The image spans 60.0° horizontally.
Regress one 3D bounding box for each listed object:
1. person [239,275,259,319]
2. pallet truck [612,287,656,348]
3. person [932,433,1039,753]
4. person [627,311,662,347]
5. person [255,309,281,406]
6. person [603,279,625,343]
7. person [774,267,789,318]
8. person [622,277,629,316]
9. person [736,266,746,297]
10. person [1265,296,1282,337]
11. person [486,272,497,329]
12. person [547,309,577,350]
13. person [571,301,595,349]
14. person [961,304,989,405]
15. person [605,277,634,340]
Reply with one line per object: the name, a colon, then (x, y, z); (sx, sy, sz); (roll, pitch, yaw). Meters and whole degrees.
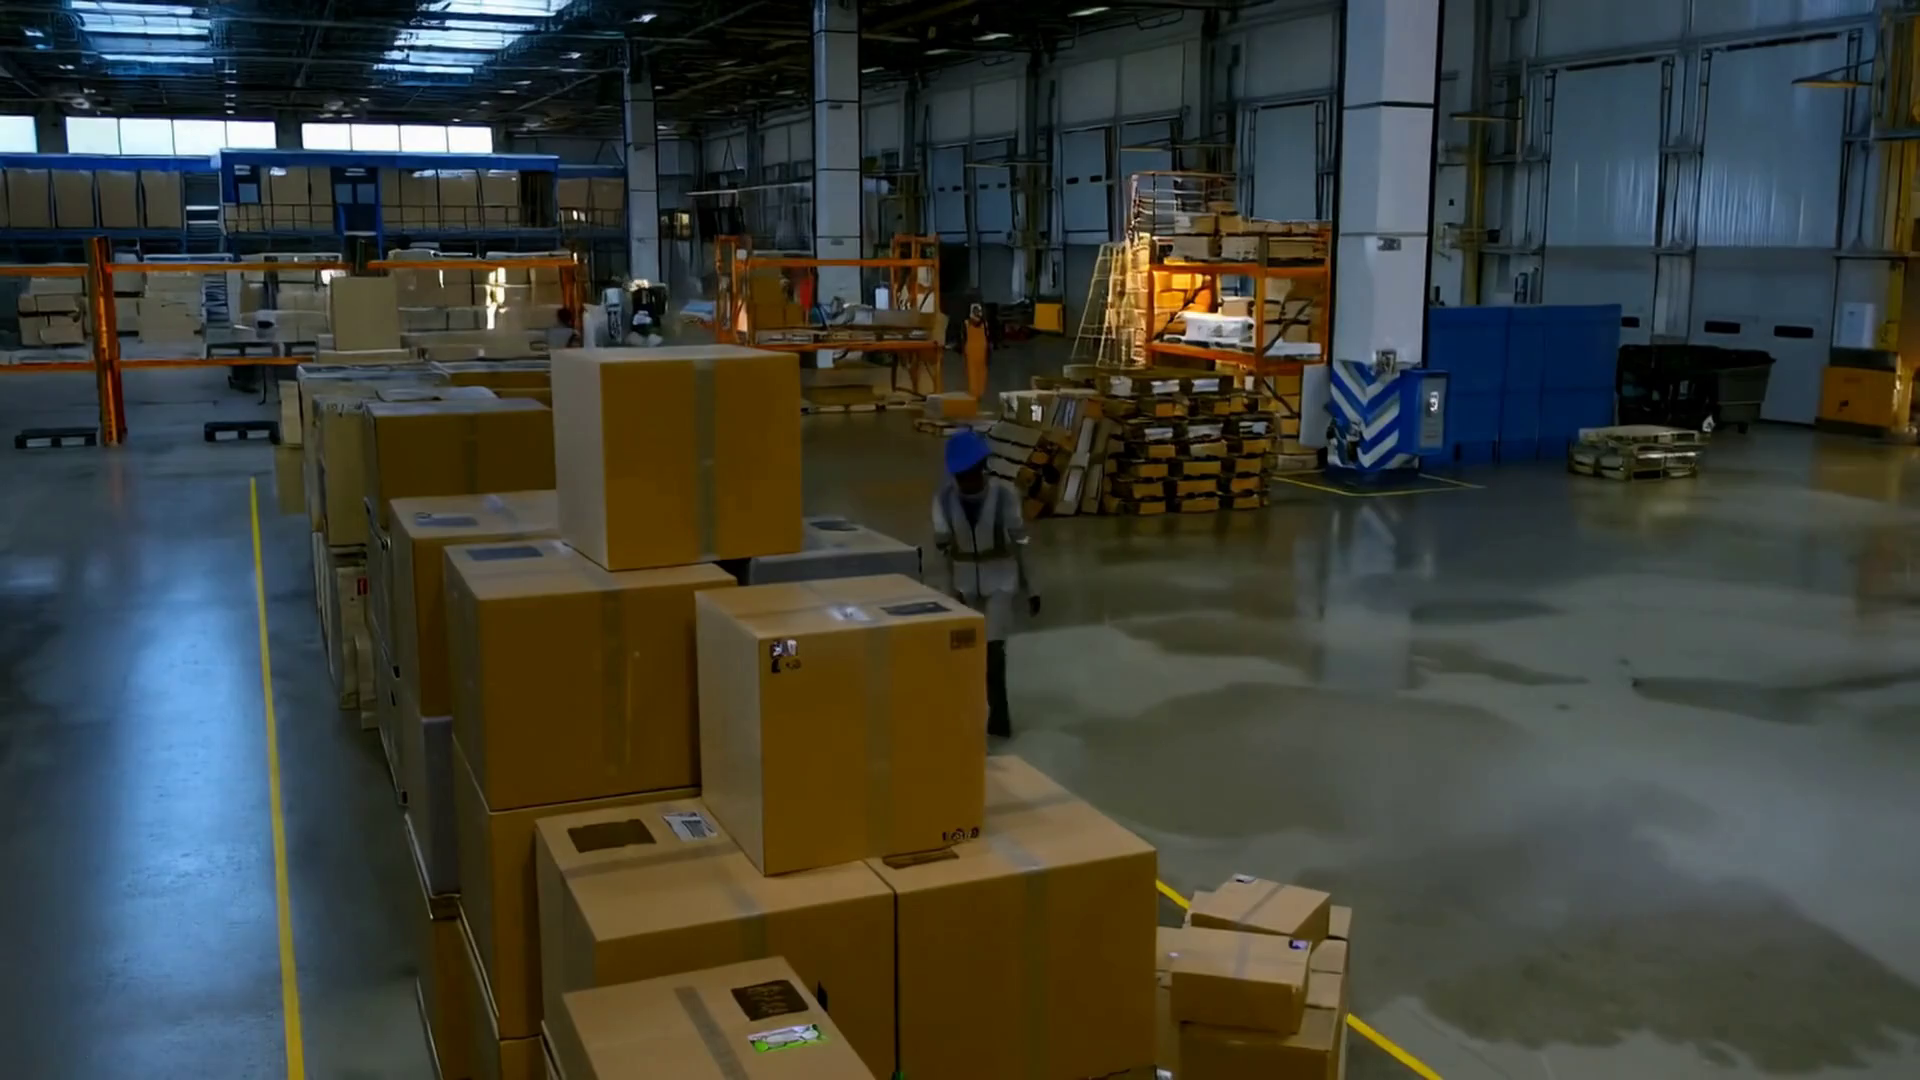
person: (-19.553, -6.282, 45.759); (0.382, 1.993, 0.609); (5, 11, 25)
pallet truck: (-6.464, -4.406, 35.401); (0.823, 1.965, 1.885); (6, 12, 32)
person: (0.118, 0.310, 9.776); (0.604, 1.875, 0.939); (3, 11, 17)
person: (-4.706, -2.444, 24.776); (0.587, 1.930, 0.362); (3, 11, 18)
person: (-12.451, -3.283, 29.916); (0.487, 1.744, 0.297); (1, 10, 6)
person: (-9.952, -6.586, 47.869); (0.621, 1.837, 0.429); (-2, 10, -9)
person: (-6.842, -9.420, 63.251); (0.641, 1.914, 0.588); (7, 12, 34)
person: (-12.715, -9.567, 64.410); (0.942, 1.805, 0.630); (-8, 13, -37)
person: (-9.954, -11.549, 74.786); (0.617, 1.990, 0.393); (-1, 10, -4)
person: (6.113, -3.844, 32.641); (0.643, 1.881, 0.437); (0, 10, -2)
person: (-14.863, -7.531, 52.786); (0.355, 1.938, 0.634); (-1, 10, -5)
person: (-6.263, -2.735, 26.523); (0.608, 1.870, 0.960); (5, 11, 25)
person: (-6.940, -3.416, 30.263); (0.640, 1.897, 1.012); (-10, 14, -44)
person: (0.286, -3.332, 29.973); (0.533, 1.814, 0.769); (-1, 10, -6)
person: (-10.021, -6.793, 48.861); (0.830, 1.891, 0.612); (3, 11, 14)
